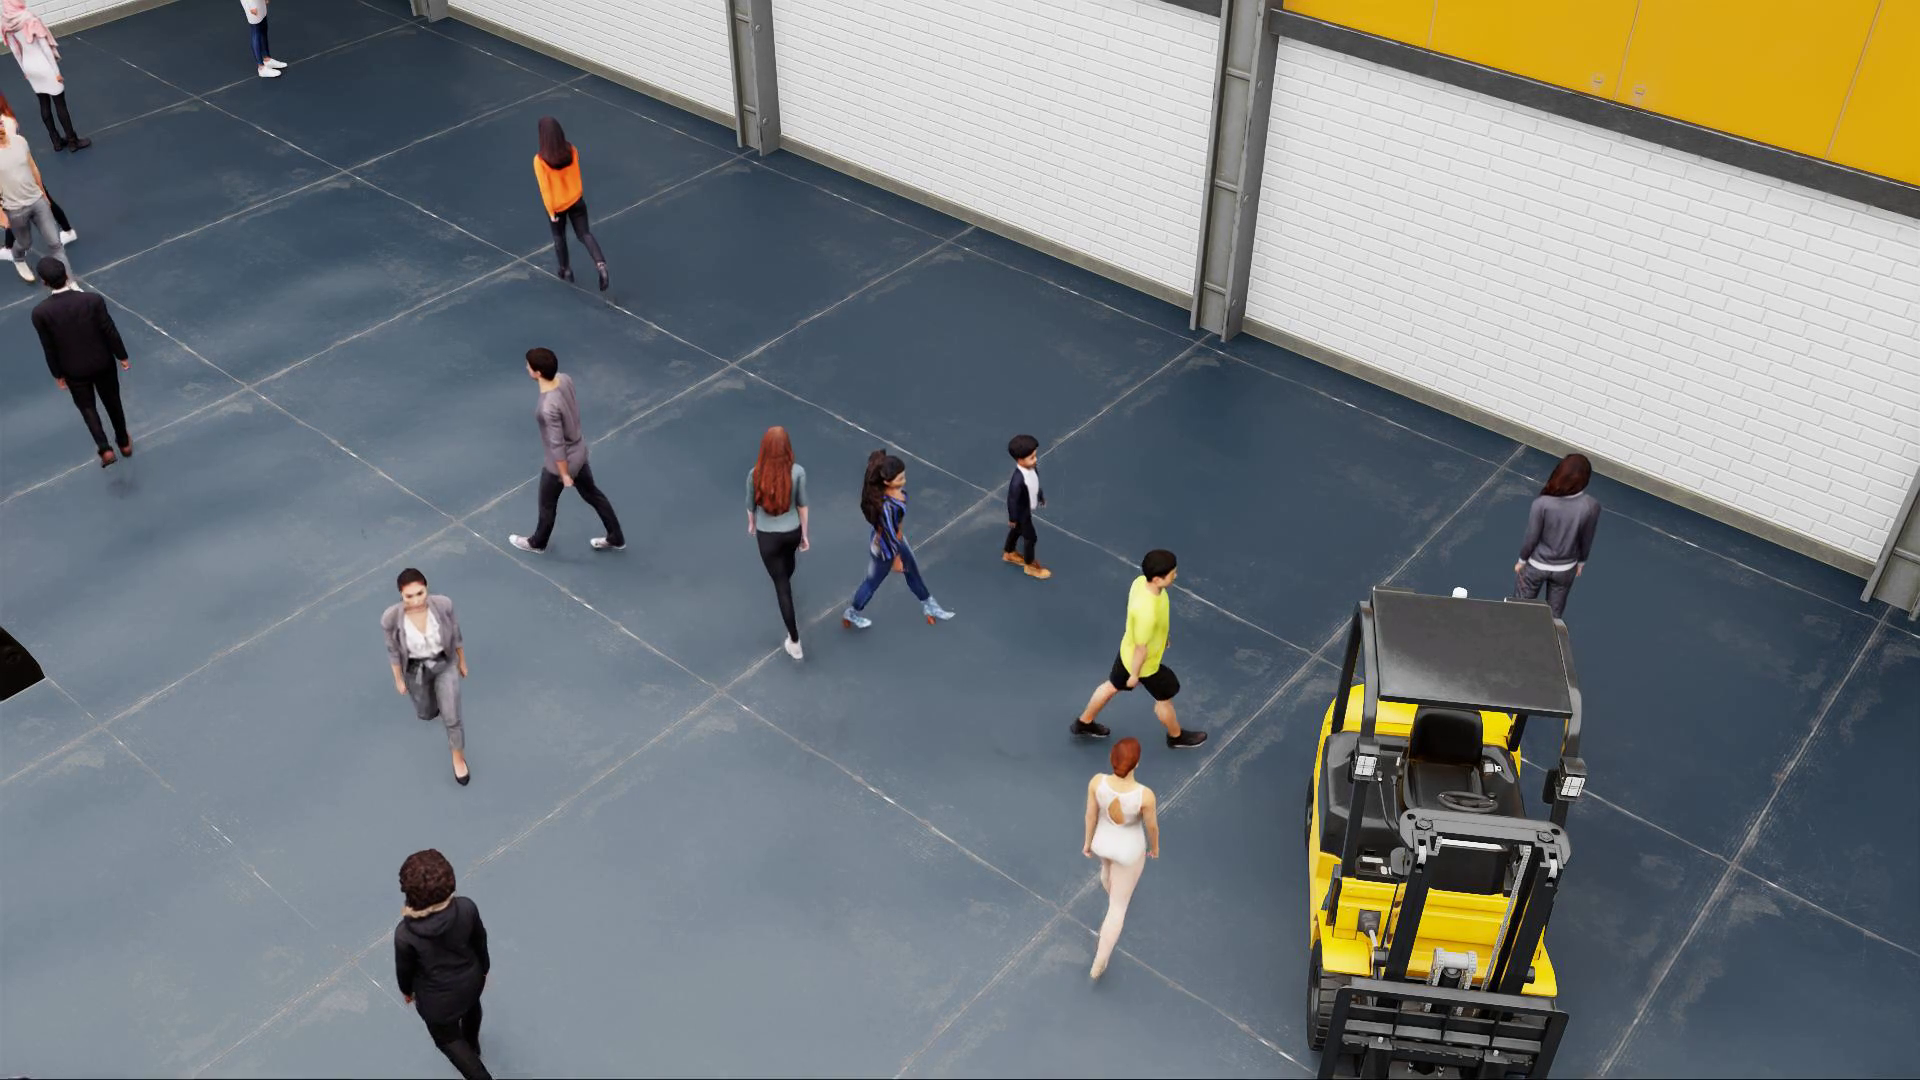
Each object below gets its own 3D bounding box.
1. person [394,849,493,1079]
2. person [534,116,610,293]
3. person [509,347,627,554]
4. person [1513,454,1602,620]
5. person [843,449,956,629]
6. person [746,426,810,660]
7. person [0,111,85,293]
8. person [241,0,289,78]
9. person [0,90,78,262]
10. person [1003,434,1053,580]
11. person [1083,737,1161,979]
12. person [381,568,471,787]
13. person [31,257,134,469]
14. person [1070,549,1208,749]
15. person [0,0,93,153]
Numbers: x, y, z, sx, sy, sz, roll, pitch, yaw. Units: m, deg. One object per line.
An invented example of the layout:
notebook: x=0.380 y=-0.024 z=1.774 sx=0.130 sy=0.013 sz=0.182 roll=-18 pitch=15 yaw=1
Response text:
person: x=-2.624 y=2.339 z=8.637 sx=0.717 sy=1.754 sz=1.124 roll=-29 pitch=47 yaw=-31
person: x=-3.610 y=-3.085 z=15.455 sx=0.726 sy=1.721 sz=1.095 roll=-29 pitch=47 yaw=-31
person: x=-2.822 y=-0.608 z=12.278 sx=1.213 sy=1.815 sz=1.038 roll=7 pitch=39 yaw=9
person: x=4.029 y=0.162 z=11.350 sx=0.642 sy=1.769 sz=0.749 roll=4 pitch=39 yaw=5
person: x=-0.584 y=0.065 z=11.630 sx=1.133 sy=1.572 sz=1.032 roll=-1 pitch=39 yaw=-1
person: x=-1.243 y=0.047 z=11.559 sx=1.035 sy=1.689 sz=1.253 roll=-10 pitch=40 yaw=-12
person: x=-8.729 y=-3.133 z=15.399 sx=1.177 sy=1.865 sz=0.699 roll=26 pitch=46 yaw=29
person: x=-8.285 y=-6.332 z=19.479 sx=0.736 sy=1.773 sz=0.695 roll=0 pitch=39 yaw=1
person: x=-8.991 y=-3.576 z=16.079 sx=1.055 sy=1.709 sz=0.738 roll=23 pitch=44 yaw=26
person: x=0.412 y=-0.279 z=12.350 sx=0.720 sy=1.210 sz=0.618 roll=12 pitch=40 yaw=15
person: x=0.871 y=1.808 z=9.420 sx=1.051 sy=1.606 sz=0.831 roll=16 pitch=41 yaw=19
person: x=-3.398 y=0.801 z=10.643 sx=0.885 sy=1.654 sz=1.052 roll=-15 pitch=41 yaw=-17
person: x=-6.909 y=-1.368 z=13.186 sx=0.898 sy=1.870 sz=1.004 roll=-19 pitch=42 yaw=-22
person: x=1.086 y=0.732 z=10.724 sx=1.176 sy=1.660 sz=1.097 roll=-1 pitch=39 yaw=-2
person: x=-9.867 y=-5.049 z=17.848 sx=0.659 sy=1.803 sz=0.772 roll=10 pitch=40 yaw=12
